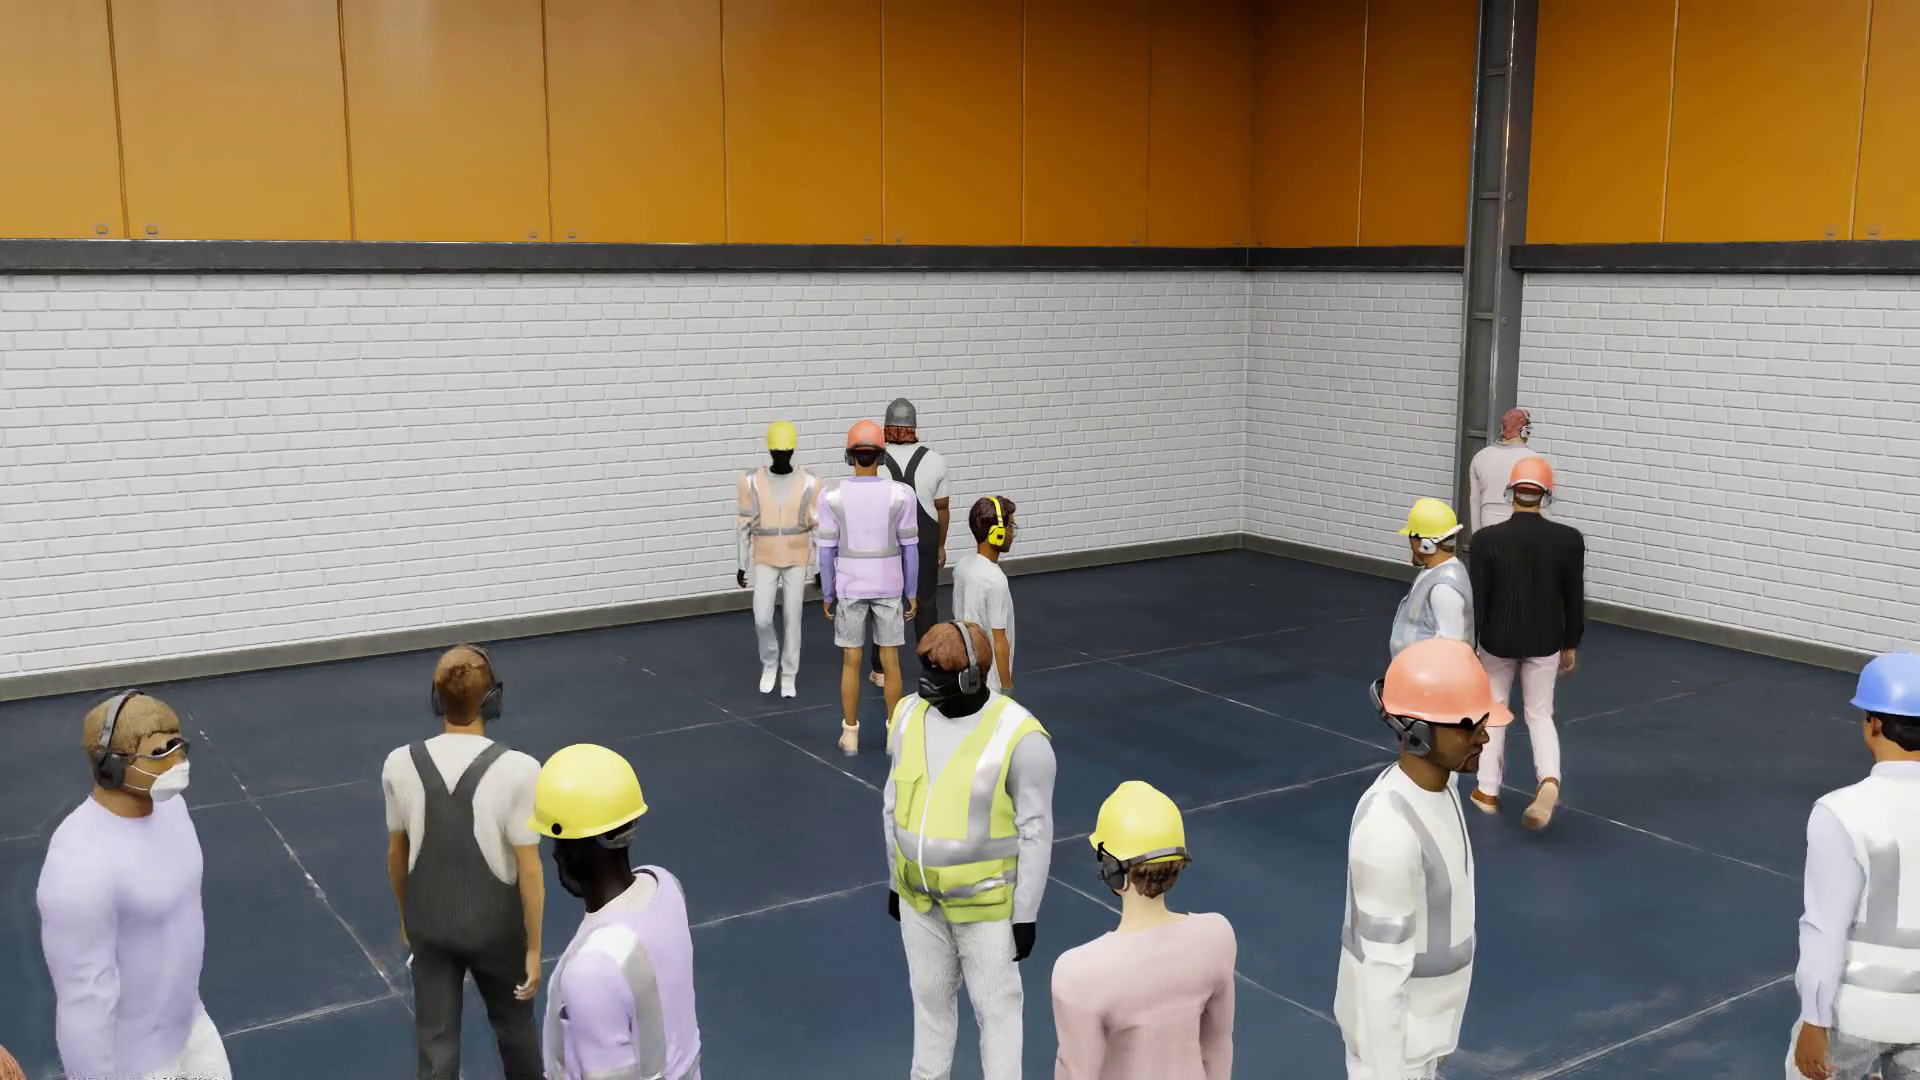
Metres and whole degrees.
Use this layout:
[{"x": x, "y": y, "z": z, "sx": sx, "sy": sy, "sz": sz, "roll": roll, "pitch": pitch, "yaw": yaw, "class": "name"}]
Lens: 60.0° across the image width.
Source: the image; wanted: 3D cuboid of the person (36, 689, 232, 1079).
[{"x": -2.193, "y": 1.316, "z": 4.280, "sx": 0.804, "sy": 1.913, "sz": 0.639, "roll": -1, "pitch": 9, "yaw": -5, "class": "person"}]

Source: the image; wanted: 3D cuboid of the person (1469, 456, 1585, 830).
[{"x": 2.976, "y": 0.553, "z": 8.749, "sx": 0.630, "sy": 1.970, "sz": 0.799, "roll": 1, "pitch": 9, "yaw": 7, "class": "person"}]

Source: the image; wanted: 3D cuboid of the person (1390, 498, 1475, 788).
[{"x": 2.324, "y": 0.702, "z": 8.220, "sx": 0.404, "sy": 1.827, "sz": 0.590, "roll": 2, "pitch": 10, "yaw": 13, "class": "person"}]

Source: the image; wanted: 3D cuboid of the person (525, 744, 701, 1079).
[{"x": -0.770, "y": 1.395, "z": 3.751, "sx": 0.384, "sy": 1.924, "sz": 0.589, "roll": 0, "pitch": 9, "yaw": 3, "class": "person"}]

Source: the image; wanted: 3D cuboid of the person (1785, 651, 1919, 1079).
[{"x": 2.615, "y": 1.274, "z": 4.554, "sx": 0.641, "sy": 1.912, "sz": 0.848, "roll": -2, "pitch": 10, "yaw": -13, "class": "person"}]

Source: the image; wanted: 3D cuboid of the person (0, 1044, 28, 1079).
[{"x": -1.807, "y": 1.662, "z": 3.110, "sx": 0.528, "sy": 1.591, "sz": 0.845, "roll": -8, "pitch": 12, "yaw": -41, "class": "person"}]

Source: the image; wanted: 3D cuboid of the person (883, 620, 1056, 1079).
[{"x": -0.001, "y": 1.160, "z": 5.428, "sx": 0.624, "sy": 1.841, "sz": 0.430, "roll": 7, "pitch": 12, "yaw": 35, "class": "person"}]

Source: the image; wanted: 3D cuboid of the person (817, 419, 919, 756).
[{"x": -0.552, "y": 0.291, "z": 10.045, "sx": 0.608, "sy": 2.044, "sz": 0.371, "roll": -1, "pitch": 9, "yaw": -3, "class": "person"}]

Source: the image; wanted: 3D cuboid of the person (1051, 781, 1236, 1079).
[{"x": 0.421, "y": 1.440, "z": 3.959, "sx": 0.526, "sy": 1.768, "sz": 0.331, "roll": -6, "pitch": 11, "yaw": -31, "class": "person"}]

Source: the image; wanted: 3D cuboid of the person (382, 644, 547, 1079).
[{"x": -1.531, "y": 1.204, "z": 5.257, "sx": 0.541, "sy": 1.796, "sz": 0.938, "roll": 0, "pitch": 9, "yaw": 1, "class": "person"}]

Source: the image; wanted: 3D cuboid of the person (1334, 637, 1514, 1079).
[{"x": 1.173, "y": 1.248, "z": 4.280, "sx": 0.396, "sy": 2.044, "sz": 0.609, "roll": 4, "pitch": 10, "yaw": 25, "class": "person"}]

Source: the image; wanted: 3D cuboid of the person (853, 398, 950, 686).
[{"x": -0.419, "y": 0.011, "z": 11.741, "sx": 0.676, "sy": 2.000, "sz": 0.536, "roll": -1, "pitch": 9, "yaw": -7, "class": "person"}]

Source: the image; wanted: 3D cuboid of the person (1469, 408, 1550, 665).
[{"x": 4.105, "y": -0.026, "z": 12.374, "sx": 0.409, "sy": 1.908, "sz": 0.638, "roll": -7, "pitch": 12, "yaw": -38, "class": "person"}]

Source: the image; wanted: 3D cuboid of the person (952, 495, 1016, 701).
[{"x": 0.136, "y": 0.712, "z": 8.044, "sx": 0.312, "sy": 1.866, "sz": 0.538, "roll": -4, "pitch": 10, "yaw": -25, "class": "person"}]

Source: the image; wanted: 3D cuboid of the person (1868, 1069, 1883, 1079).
[{"x": 3.244, "y": 1.153, "z": 5.229, "sx": 0.617, "sy": 1.920, "sz": 0.641, "roll": -1, "pitch": 10, "yaw": -9, "class": "person"}]

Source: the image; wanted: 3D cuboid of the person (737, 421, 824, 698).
[{"x": -1.214, "y": 0.139, "z": 11.346, "sx": 0.608, "sy": 1.911, "sz": 0.421, "roll": -1, "pitch": 9, "yaw": -5, "class": "person"}]
